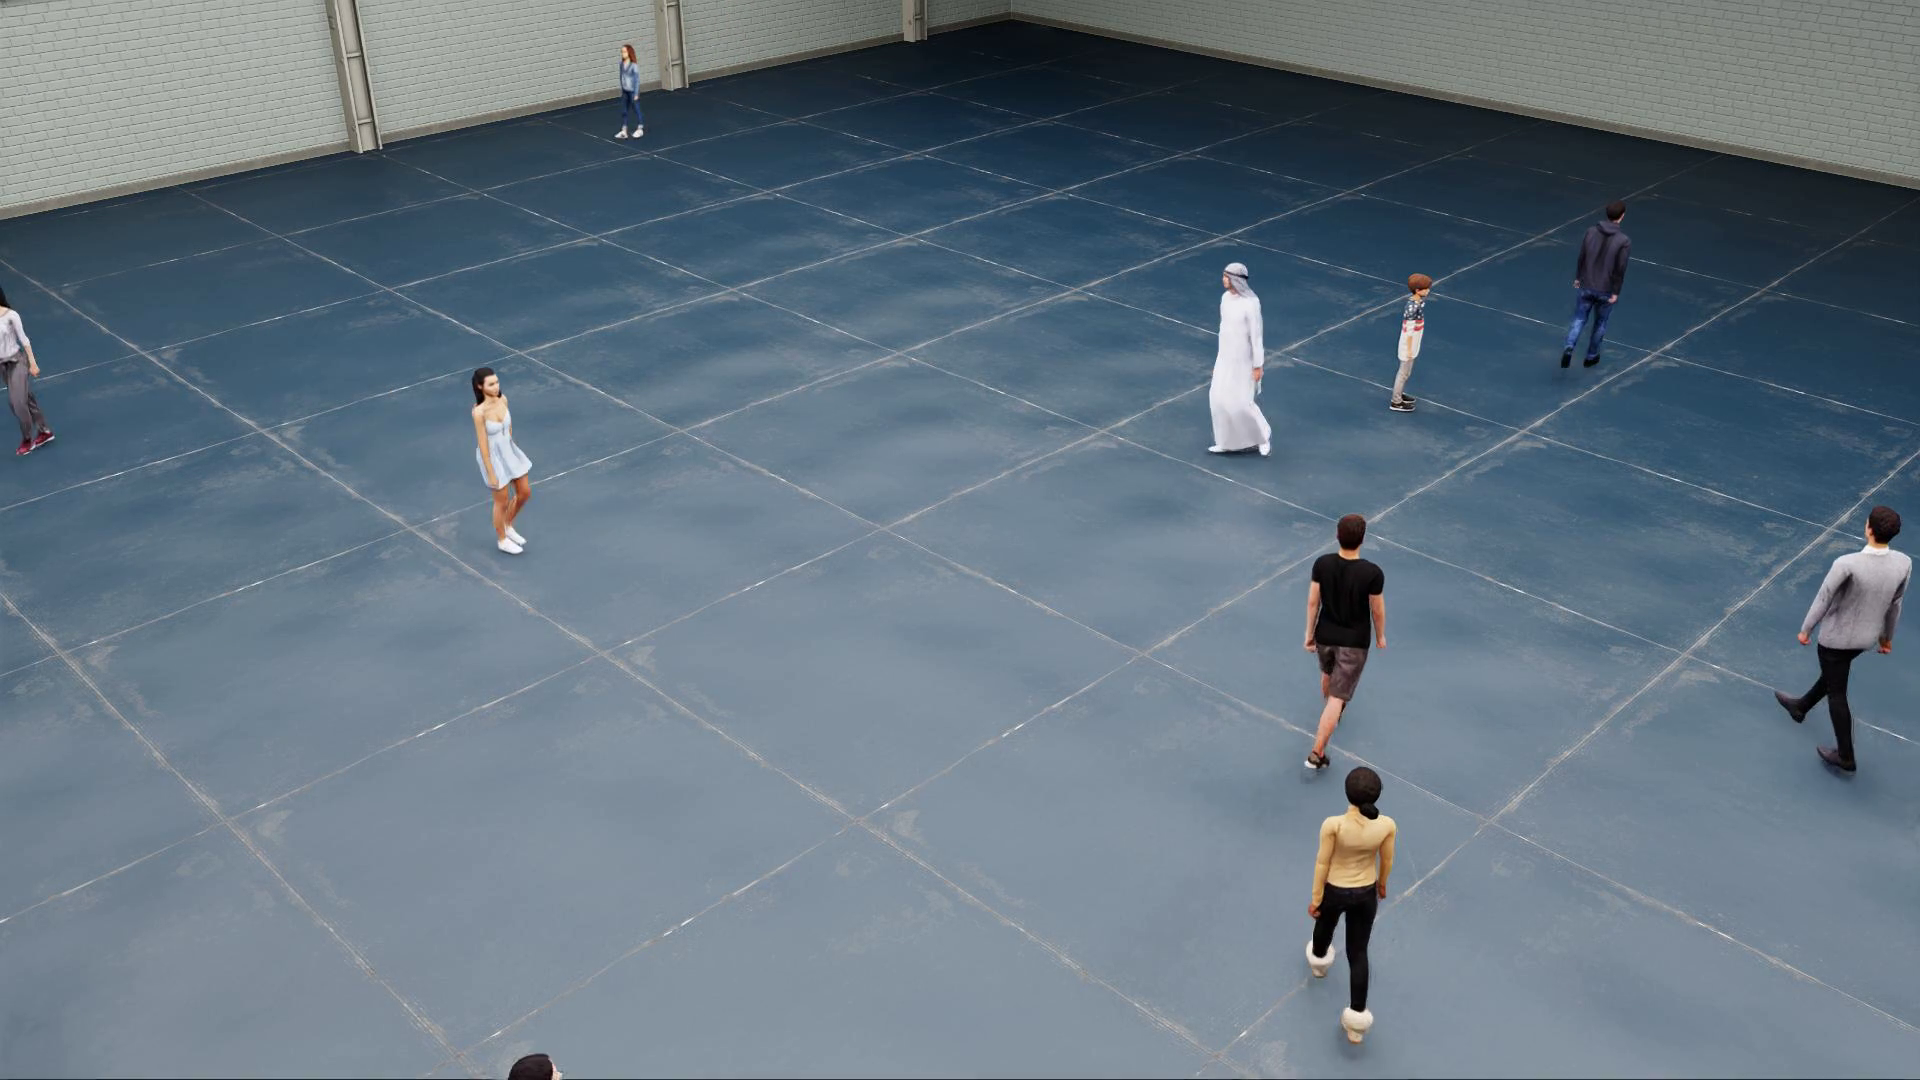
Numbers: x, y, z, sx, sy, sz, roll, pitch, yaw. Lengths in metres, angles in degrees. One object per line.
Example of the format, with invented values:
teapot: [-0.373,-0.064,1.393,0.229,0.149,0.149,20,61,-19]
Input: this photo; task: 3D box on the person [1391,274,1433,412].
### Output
person: [4.588,-2.027,16.977,0.633,1.439,0.527,9,29,17]

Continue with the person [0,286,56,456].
person: [-9.105,-1.715,16.099,0.809,1.713,0.890,6,29,12]

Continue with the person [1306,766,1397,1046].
person: [2.174,2.019,9.187,1.076,1.619,1.161,1,28,2]

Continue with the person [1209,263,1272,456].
person: [2.703,-1.705,15.887,0.933,1.896,0.847,-19,34,-32]

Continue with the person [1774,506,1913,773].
person: [6.127,0.705,11.382,1.297,1.875,1.245,-5,28,-9]

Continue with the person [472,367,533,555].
person: [-3.990,-0.681,14.151,0.746,1.719,0.638,12,30,21]

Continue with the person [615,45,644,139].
person: [-5.222,-7.191,26.647,0.699,1.464,0.841,16,32,27]

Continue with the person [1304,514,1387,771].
person: [2.591,0.724,11.399,0.829,1.826,1.261,17,33,29]

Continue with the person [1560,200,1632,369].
person: [6.749,-2.668,17.725,0.773,1.868,1.050,20,34,33]
